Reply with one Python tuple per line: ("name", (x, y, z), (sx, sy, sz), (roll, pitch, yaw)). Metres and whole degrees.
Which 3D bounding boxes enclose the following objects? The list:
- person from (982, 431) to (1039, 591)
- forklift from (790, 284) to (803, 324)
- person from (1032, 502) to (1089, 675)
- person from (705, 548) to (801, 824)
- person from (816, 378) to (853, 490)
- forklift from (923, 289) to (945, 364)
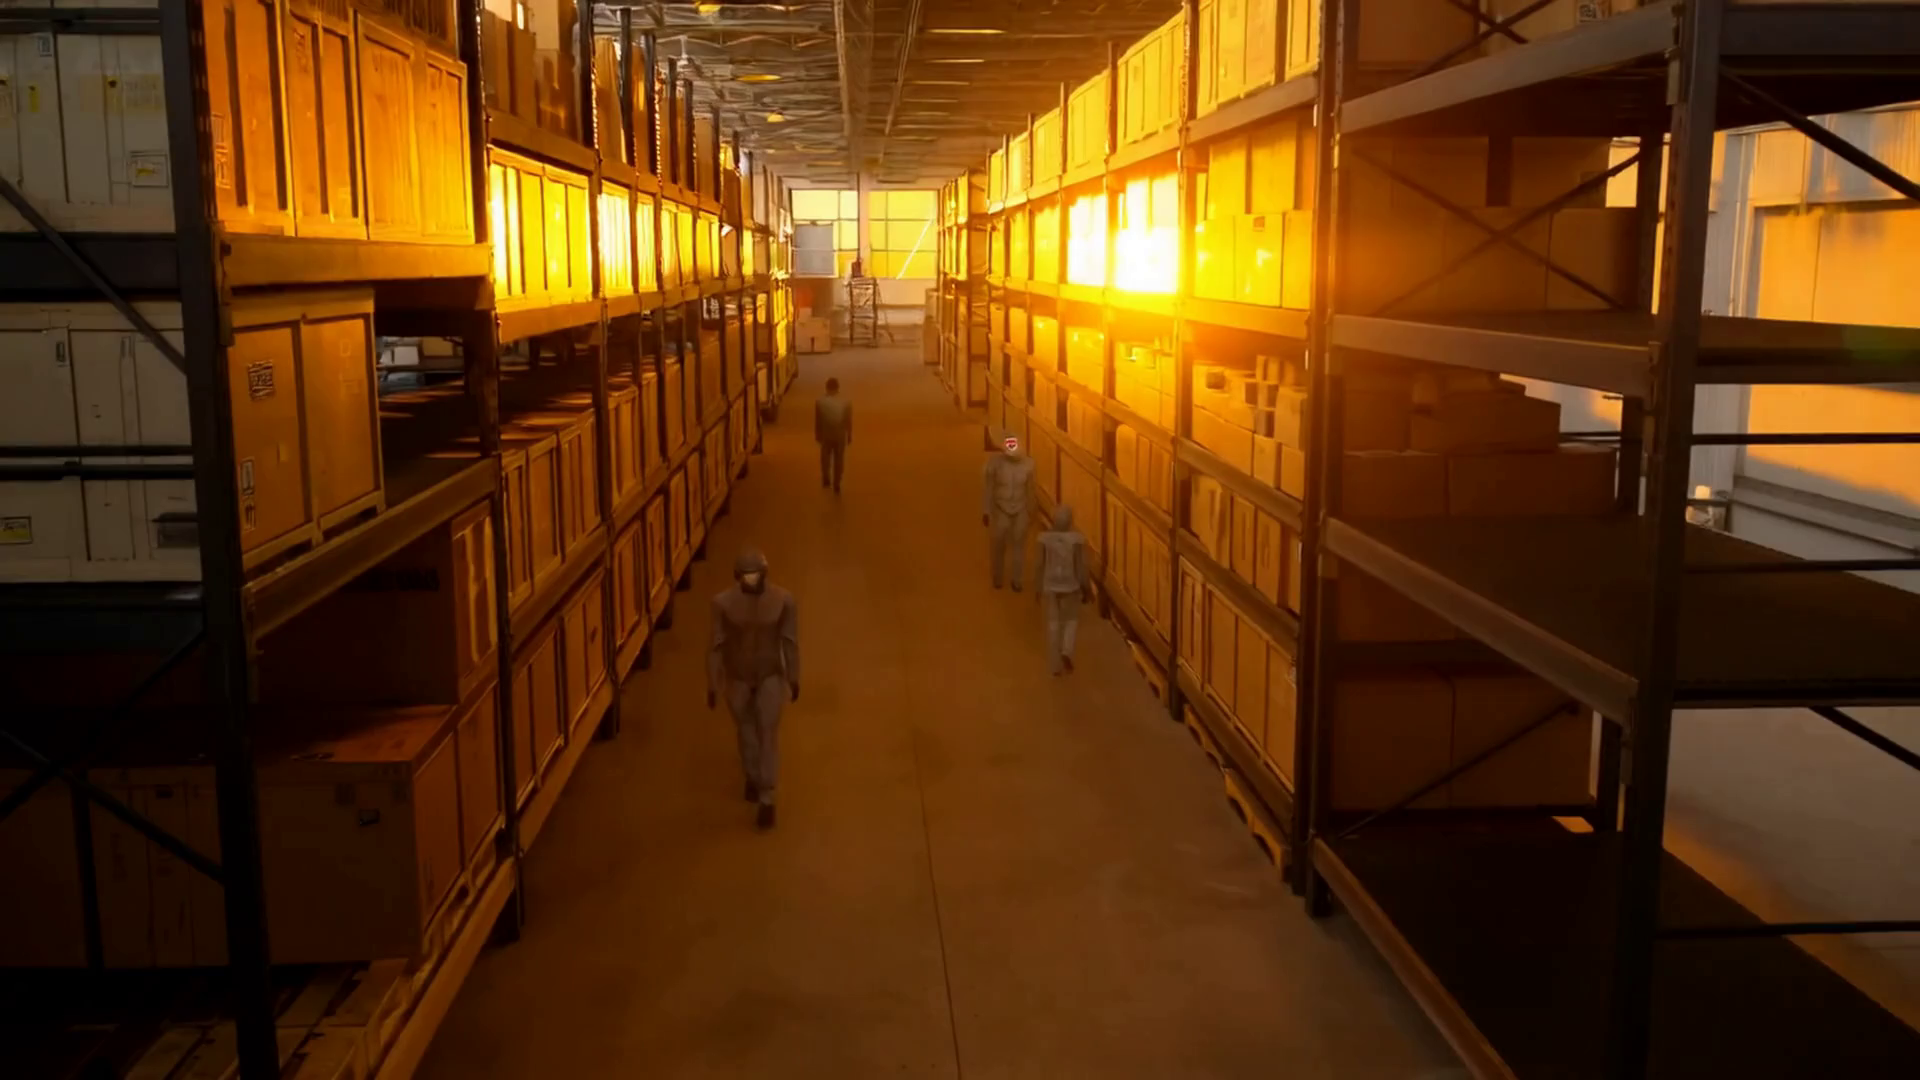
("person", (0.601, -0.333, 19.396), (0.673, 1.889, 0.430), (-1, 10, -9))
("forklift", (-7.525, -10.129, 74.969), (1.129, 2.768, 1.873), (7, 12, 37))
("person", (0.933, 0.458, 15.457), (0.537, 1.621, 0.386), (1, 10, 8))
("person", (-1.440, 0.987, 11.544), (0.655, 1.879, 1.035), (0, 10, -2))
("person", (-2.128, -1.791, 28.147), (0.650, 1.891, 0.487), (-2, 10, -11))
("forklift", (-0.808, -8.117, 62.954), (1.129, 2.768, 1.873), (-1, 10, -3))
